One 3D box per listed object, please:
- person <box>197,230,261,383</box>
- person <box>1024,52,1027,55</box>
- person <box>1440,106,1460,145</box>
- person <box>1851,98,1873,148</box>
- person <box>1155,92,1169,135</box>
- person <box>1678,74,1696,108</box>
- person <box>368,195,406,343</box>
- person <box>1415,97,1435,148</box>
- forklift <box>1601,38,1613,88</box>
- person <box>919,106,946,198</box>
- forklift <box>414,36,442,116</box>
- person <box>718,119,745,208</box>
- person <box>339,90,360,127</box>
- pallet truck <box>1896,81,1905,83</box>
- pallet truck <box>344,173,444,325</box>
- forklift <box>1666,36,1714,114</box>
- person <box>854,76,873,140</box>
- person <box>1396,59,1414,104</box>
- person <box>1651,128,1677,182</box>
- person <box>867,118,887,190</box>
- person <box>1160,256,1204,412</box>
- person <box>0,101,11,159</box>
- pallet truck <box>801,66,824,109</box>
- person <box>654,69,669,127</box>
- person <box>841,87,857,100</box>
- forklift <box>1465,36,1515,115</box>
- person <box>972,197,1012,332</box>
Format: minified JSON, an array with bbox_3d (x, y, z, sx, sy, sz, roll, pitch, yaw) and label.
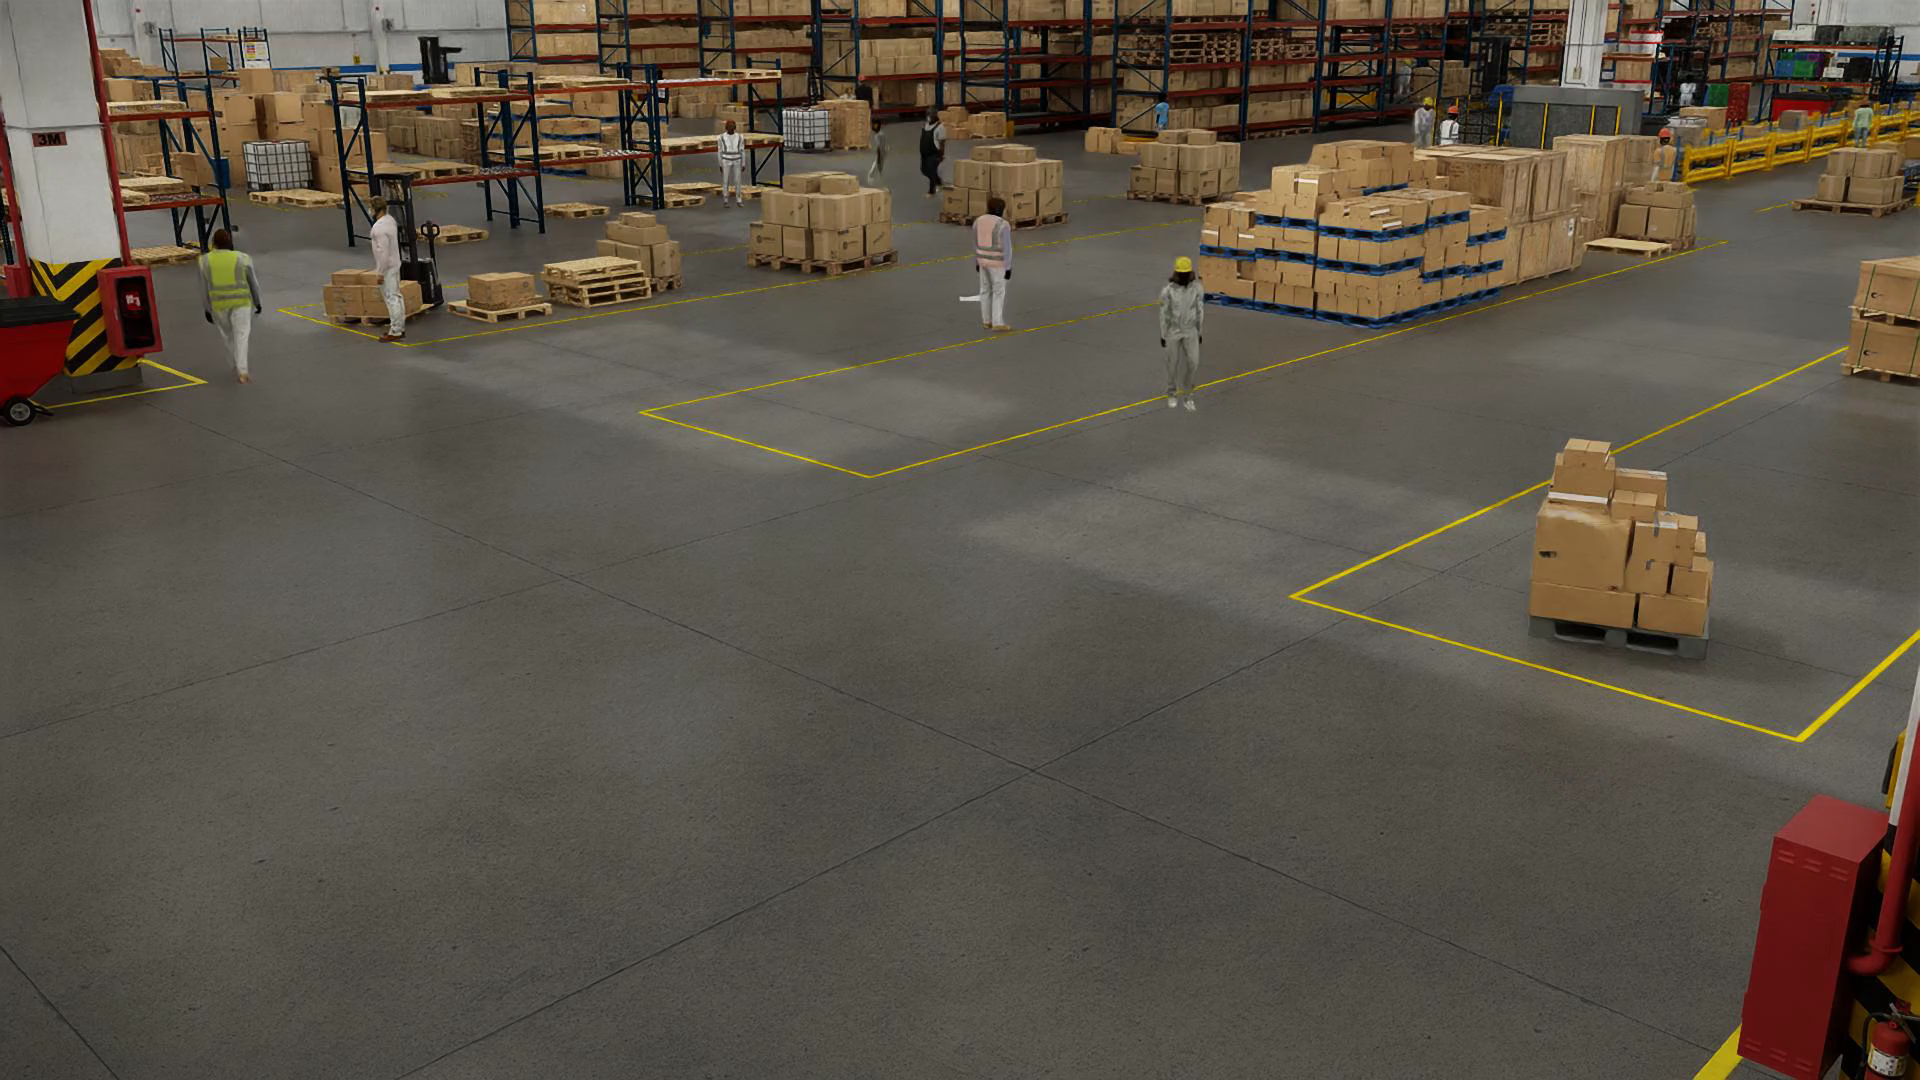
[{"bbox_3d":[-8.762,-2.837,20.037,0.628,1.787,1.000,-4,19,-11],"label":"person"},{"bbox_3d":[3.056,-21.379,75.773,0.433,1.880,0.655,13,23,35],"label":"person"},{"bbox_3d":[11.426,-9.149,38.845,0.399,1.928,0.541,-10,21,-27],"label":"person"},{"bbox_3d":[24.986,-11.409,46.102,0.498,1.633,0.280,0,18,-1],"label":"person"},{"bbox_3d":[5.761,-11.934,47.586,0.316,1.695,0.541,16,24,39],"label":"person"},{"bbox_3d":[25.298,-15.373,57.956,0.551,1.680,0.386,15,24,38],"label":"person"},{"bbox_3d":[-7.621,-3.601,22.104,0.368,1.938,0.632,-2,18,-5],"label":"person"},{"bbox_3d":[12.288,-10.760,43.906,0.584,1.782,0.903,-2,18,-5],"label":"person"},{"bbox_3d":[22.953,-16.839,60.516,1.873,2.768,1.129,-16,24,-40],"label":"forklift"},{"bbox_3d":[-0.609,-8.739,37.423,0.671,2.000,0.695,-15,24,-38],"label":"person"},{"bbox_3d":[-19.605,-17.228,61.686,1.129,2.768,1.873,17,25,41],"label":"forklift"},{"bbox_3d":[-4.895,-8.073,35.683,0.574,1.876,0.356,-6,19,-17],"label":"person"},{"bbox_3d":[-16.285,-11.007,44.416,0.372,1.940,0.630,11,21,31],"label":"person"},{"bbox_3d":[34.802,-16.331,61.455,0.653,1.274,1.630,17,25,41],"label":"pallet truck"},{"bbox_3d":[-8.209,-4.181,23.757,0.823,1.965,1.885,3,19,9],"label":"pallet truck"},{"bbox_3d":[27.341,-17.291,61.877,1.129,2.768,1.873,17,25,41],"label":"forklift"},{"bbox_3d":[-3.003,-13.518,51.997,0.621,1.937,1.077,-3,19,-9],"label":"person"},{"bbox_3d":[18.087,-18.579,67.476,0.920,1.785,0.599,-12,22,-33],"label":"person"},{"bbox_3d":[13.683,-7.048,32.496,0.547,1.934,0.376,-9,20,-25],"label":"person"},{"bbox_3d":[-1.861,-8.250,36.250,0.644,1.853,0.501,5,19,14],"label":"person"},{"bbox_3d":[2.464,-2.281,18.467,0.505,1.718,0.661,-1,18,-4],"label":"person"},{"bbox_3d":[-26.586,-11.485,45.890,0.474,1.923,0.542,15,23,38],"label":"person"},{"bbox_3d":[-4.812,-15.182,56.903,0.823,1.965,1.885,-9,21,-26],"label":"pallet truck"},{"bbox_3d":[-10.123,-14.993,56.475,0.588,1.911,0.396,9,20,25],"label":"person"},{"bbox_3d":[-3.410,-13.215,51.555,0.547,1.612,0.647,-6,19,-18],"label":"person"},{"bbox_3d":[19.973,-17.201,61.605,1.873,2.768,1.129,16,24,40],"label":"forklift"},{"bbox_3d":[0.469,-3.768,22.802,0.642,1.823,0.449,15,24,39],"label":"person"}]
